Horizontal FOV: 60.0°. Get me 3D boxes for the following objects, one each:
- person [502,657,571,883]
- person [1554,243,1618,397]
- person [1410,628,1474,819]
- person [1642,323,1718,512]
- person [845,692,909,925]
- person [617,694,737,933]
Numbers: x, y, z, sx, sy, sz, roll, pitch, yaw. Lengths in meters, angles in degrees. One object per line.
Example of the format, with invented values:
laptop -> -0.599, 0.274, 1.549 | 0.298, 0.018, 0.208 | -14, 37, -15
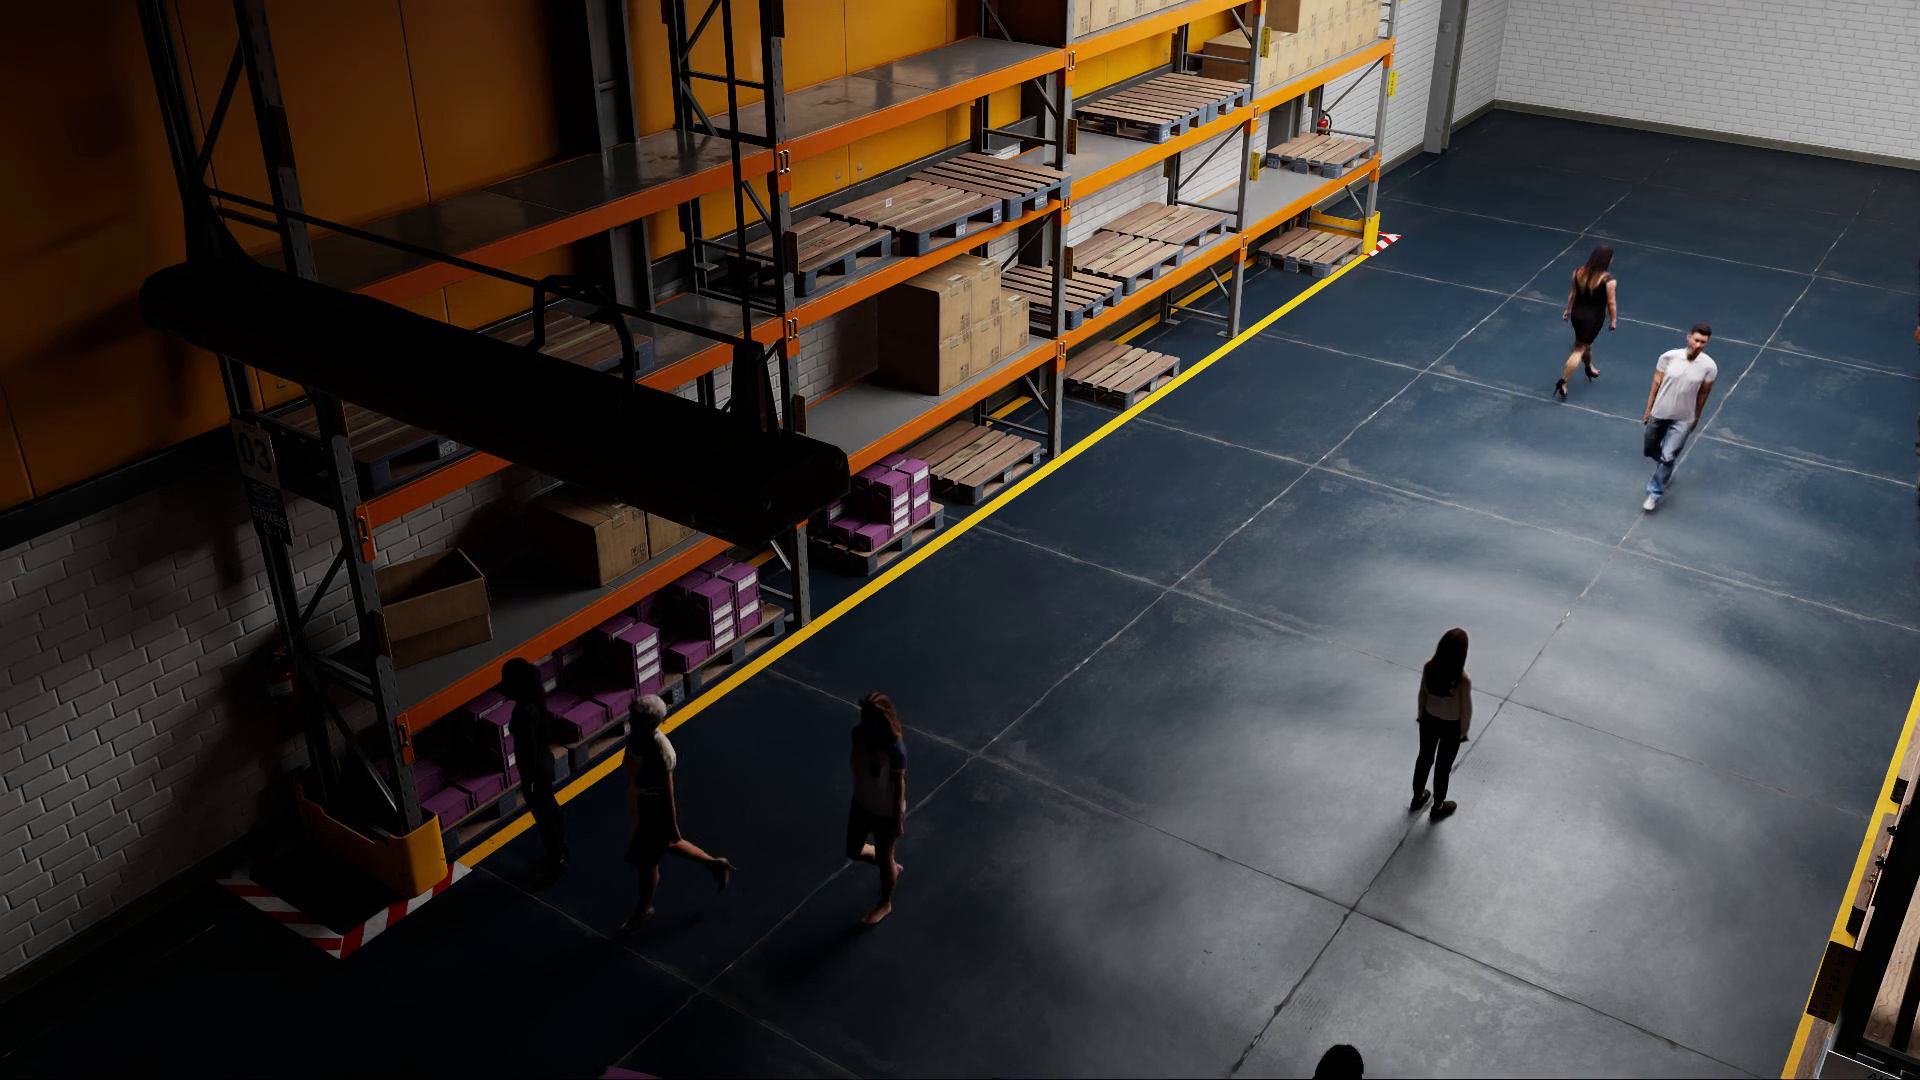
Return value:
person -> -2.770, 1.494, 10.873 | 0.702, 1.711, 0.614 | -2, 29, -3
person -> 6.709, -2.323, 17.916 | 1.150, 1.666, 0.907 | -19, 34, -30
person -> 3.337, 1.266, 11.526 | 0.574, 1.484, 0.533 | 25, 37, 38
person -> 6.743, -1.208, 15.695 | 0.702, 1.835, 1.013 | 21, 35, 33
person -> -0.459, 1.657, 10.559 | 0.651, 1.724, 0.695 | 25, 37, 38
person -> -1.837, 1.696, 10.481 | 1.146, 1.731, 0.963 | -13, 31, -22
